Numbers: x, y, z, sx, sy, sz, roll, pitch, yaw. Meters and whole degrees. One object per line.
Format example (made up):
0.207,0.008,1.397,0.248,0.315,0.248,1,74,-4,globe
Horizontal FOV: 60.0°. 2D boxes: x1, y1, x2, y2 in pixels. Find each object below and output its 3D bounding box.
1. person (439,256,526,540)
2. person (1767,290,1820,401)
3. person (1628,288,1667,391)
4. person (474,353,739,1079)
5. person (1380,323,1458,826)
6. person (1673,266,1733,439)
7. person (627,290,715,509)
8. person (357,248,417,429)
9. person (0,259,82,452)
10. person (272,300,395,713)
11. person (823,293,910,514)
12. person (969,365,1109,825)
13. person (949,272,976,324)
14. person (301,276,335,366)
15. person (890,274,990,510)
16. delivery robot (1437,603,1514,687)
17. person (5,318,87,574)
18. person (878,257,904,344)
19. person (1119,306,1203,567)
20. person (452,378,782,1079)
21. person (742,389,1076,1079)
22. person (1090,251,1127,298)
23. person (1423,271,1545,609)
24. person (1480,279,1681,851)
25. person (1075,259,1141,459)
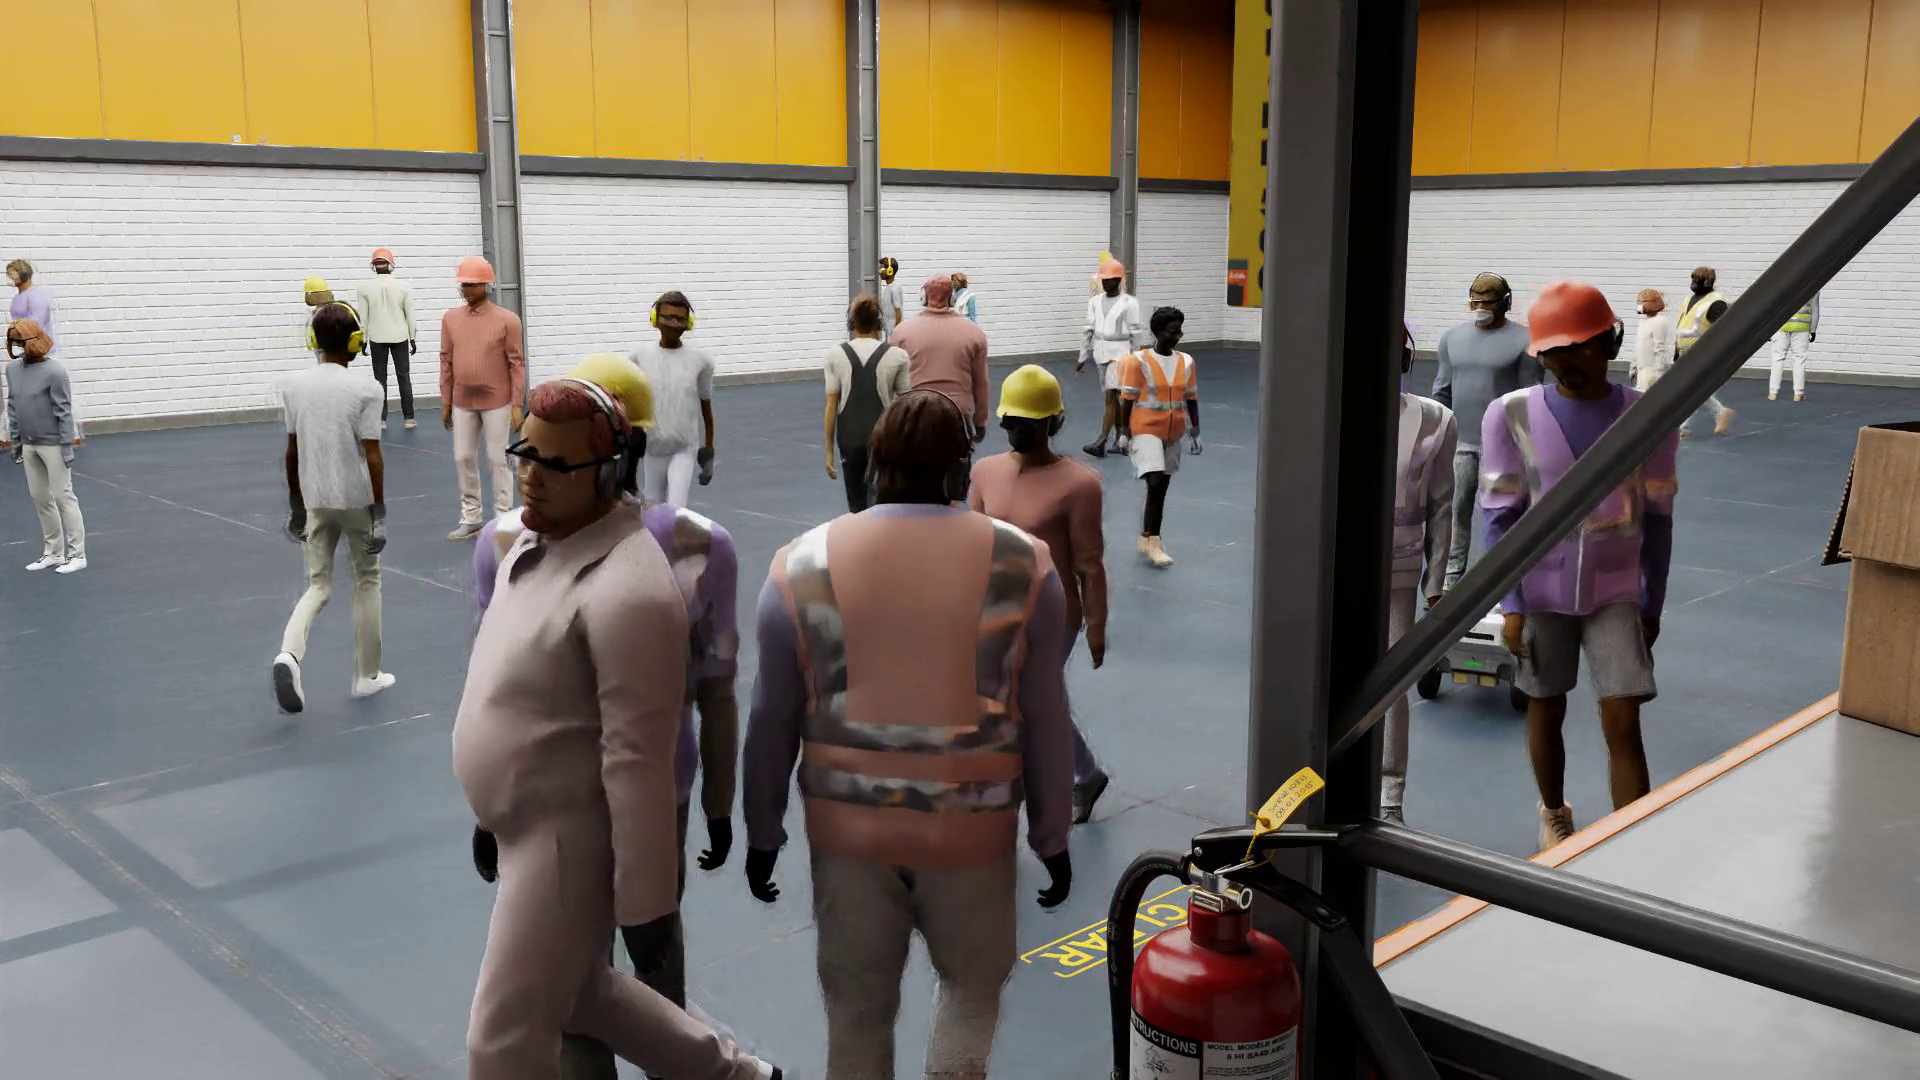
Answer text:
-3.329,-0.960,11.564,0.655,1.986,0.413,2,11,11,person
10.752,-2.718,21.513,0.625,1.844,0.429,6,12,28,person
6.619,-1.616,16.087,0.351,1.618,0.532,0,10,1,person
-0.798,0.523,3.789,0.593,1.880,1.012,-2,11,-10,person
1.422,0.136,5.836,0.575,1.883,0.355,2,11,13,person
7.783,-1.958,17.433,0.781,1.823,0.631,-1,10,-5,person
-1.653,-0.515,9.517,0.530,1.841,0.815,1,10,4,person
-6.333,-2.224,18.426,0.611,1.985,0.393,-3,11,-18,person
-9.207,-1.791,16.320,0.636,1.892,0.991,9,13,39,person
-2.838,-0.142,7.457,0.537,1.846,0.762,1,10,6,person
-0.542,-0.567,9.919,0.531,1.801,0.985,0,10,0,person
0.282,0.244,5.696,0.510,1.712,0.928,9,14,41,person
-0.024,-2.900,23.088,0.526,1.637,0.354,9,14,42,person
-6.153,-1.673,16.094,0.322,1.738,0.488,-4,11,-21,person
-0.146,-0.810,11.018,0.672,1.871,0.874,-1,10,-4,person
2.461,0.401,7.754,0.477,0.478,0.707,5,12,27,delivery robot
-5.794,-0.589,10.513,0.497,1.624,0.309,4,11,23,person
-0.834,-2.482,20.148,0.325,1.871,0.516,-2,11,-9,person
1.344,-0.662,10.735,0.552,1.667,0.695,-5,12,-27,person
-0.773,0.597,3.370,0.846,1.862,0.648,-5,11,-24,person
-0.110,0.604,3.465,0.685,1.818,0.431,0,10,1,person
2.440,-3.790,27.255,0.593,1.883,0.764,2,11,12,person
2.929,-0.530,9.328,0.628,1.935,0.373,9,13,39,person
1.928,0.199,5.203,0.606,1.985,0.956,3,11,14,person
1.387,-1.738,16.016,0.555,1.894,0.945,9,14,41,person
